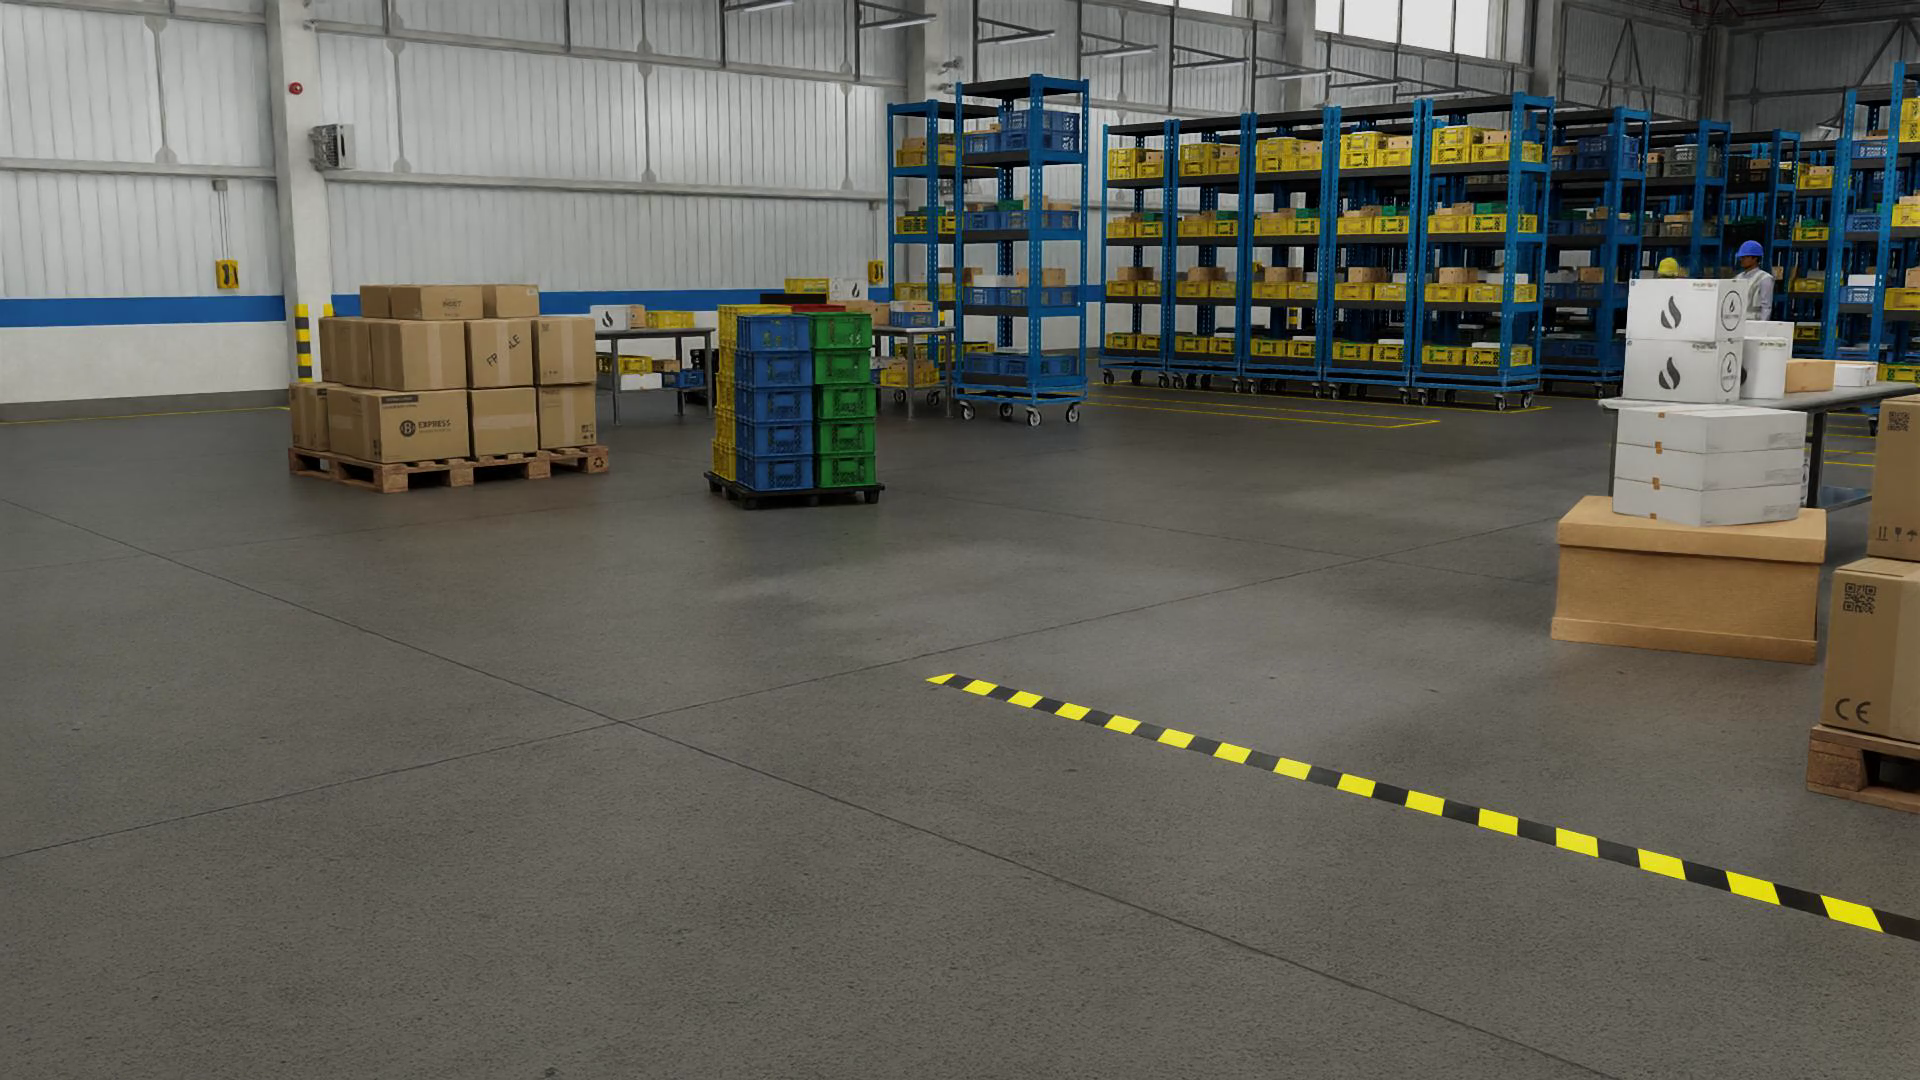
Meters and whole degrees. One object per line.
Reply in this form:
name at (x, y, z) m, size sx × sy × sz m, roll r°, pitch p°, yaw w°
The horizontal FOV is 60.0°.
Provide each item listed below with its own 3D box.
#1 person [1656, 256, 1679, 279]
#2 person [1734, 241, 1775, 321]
person at (8.165, -2.375, 19.191) m, size 0.829 × 1.793 × 0.578 m, roll -8°, pitch 12°, yaw -40°
person at (8.769, -2.348, 18.549) m, size 0.394 × 1.943 × 0.602 m, roll -2°, pitch 10°, yaw -14°
